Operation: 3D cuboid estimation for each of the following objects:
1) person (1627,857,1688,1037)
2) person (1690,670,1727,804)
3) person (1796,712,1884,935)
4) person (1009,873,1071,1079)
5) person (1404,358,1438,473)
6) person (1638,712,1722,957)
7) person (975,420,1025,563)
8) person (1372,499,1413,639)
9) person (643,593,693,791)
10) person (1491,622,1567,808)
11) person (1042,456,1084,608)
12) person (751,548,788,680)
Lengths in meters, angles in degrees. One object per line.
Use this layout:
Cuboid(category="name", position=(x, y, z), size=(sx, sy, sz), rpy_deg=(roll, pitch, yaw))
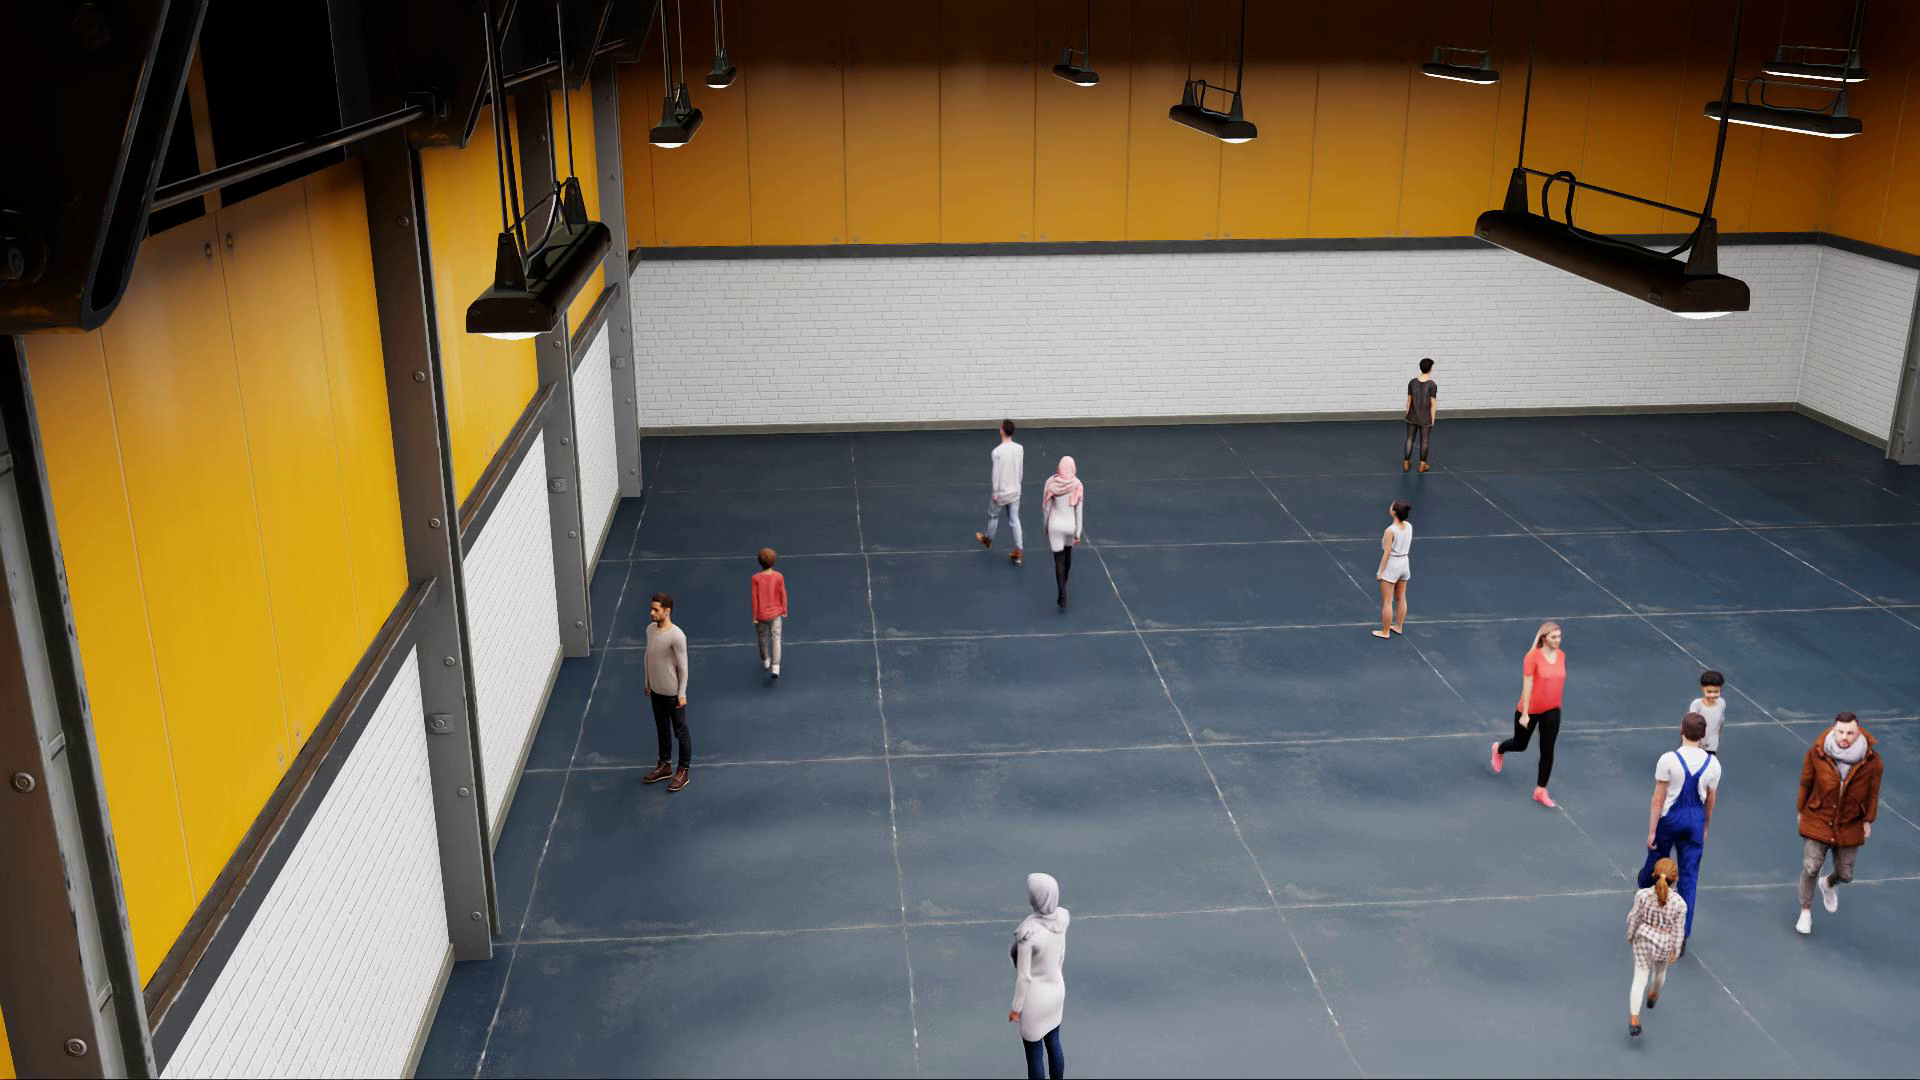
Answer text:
Cuboid(category="person", position=(4.838, 2.860, 11.619), size=(0.899, 1.275, 1.042), rpy_deg=(11, 21, 29))
Cuboid(category="person", position=(6.700, 1.729, 15.045), size=(0.619, 1.233, 0.945), rpy_deg=(0, 19, 0))
Cuboid(category="person", position=(6.744, 2.156, 12.853), size=(0.909, 1.822, 0.993), rpy_deg=(8, 20, 22))
Cuboid(category="person", position=(0.522, 2.927, 10.635), size=(0.734, 1.777, 0.684), rpy_deg=(17, 25, 40))
Cuboid(category="person", position=(6.927, -1.886, 25.029), size=(0.687, 1.711, 0.733), rpy_deg=(13, 23, 34))
Cuboid(category="person", position=(5.471, 2.248, 12.615), size=(0.916, 1.799, 1.363), rpy_deg=(3, 19, 10))
Cuboid(category="person", position=(0.641, -0.583, 21.033), size=(1.060, 1.793, 1.255), rpy_deg=(-12, 22, -32))
Cuboid(category="person", position=(4.884, 0.314, 18.663), size=(0.660, 1.604, 0.695), rpy_deg=(-13, 22, -33))
Cuboid(category="person", position=(-2.661, 1.354, 15.161), size=(0.742, 1.868, 0.782), rpy_deg=(12, 22, 32))
Cuboid(category="person", position=(5.143, 1.519, 14.974), size=(0.711, 1.676, 1.076), rpy_deg=(-5, 19, -15))
Cuboid(category="person", position=(1.207, -0.059, 19.553), size=(0.678, 1.743, 1.237), rpy_deg=(0, 19, -1))
Cuboid(category="person", position=(-2.010, 0.791, 17.562), size=(0.577, 1.403, 0.936), rpy_deg=(-3, 19, -9))
